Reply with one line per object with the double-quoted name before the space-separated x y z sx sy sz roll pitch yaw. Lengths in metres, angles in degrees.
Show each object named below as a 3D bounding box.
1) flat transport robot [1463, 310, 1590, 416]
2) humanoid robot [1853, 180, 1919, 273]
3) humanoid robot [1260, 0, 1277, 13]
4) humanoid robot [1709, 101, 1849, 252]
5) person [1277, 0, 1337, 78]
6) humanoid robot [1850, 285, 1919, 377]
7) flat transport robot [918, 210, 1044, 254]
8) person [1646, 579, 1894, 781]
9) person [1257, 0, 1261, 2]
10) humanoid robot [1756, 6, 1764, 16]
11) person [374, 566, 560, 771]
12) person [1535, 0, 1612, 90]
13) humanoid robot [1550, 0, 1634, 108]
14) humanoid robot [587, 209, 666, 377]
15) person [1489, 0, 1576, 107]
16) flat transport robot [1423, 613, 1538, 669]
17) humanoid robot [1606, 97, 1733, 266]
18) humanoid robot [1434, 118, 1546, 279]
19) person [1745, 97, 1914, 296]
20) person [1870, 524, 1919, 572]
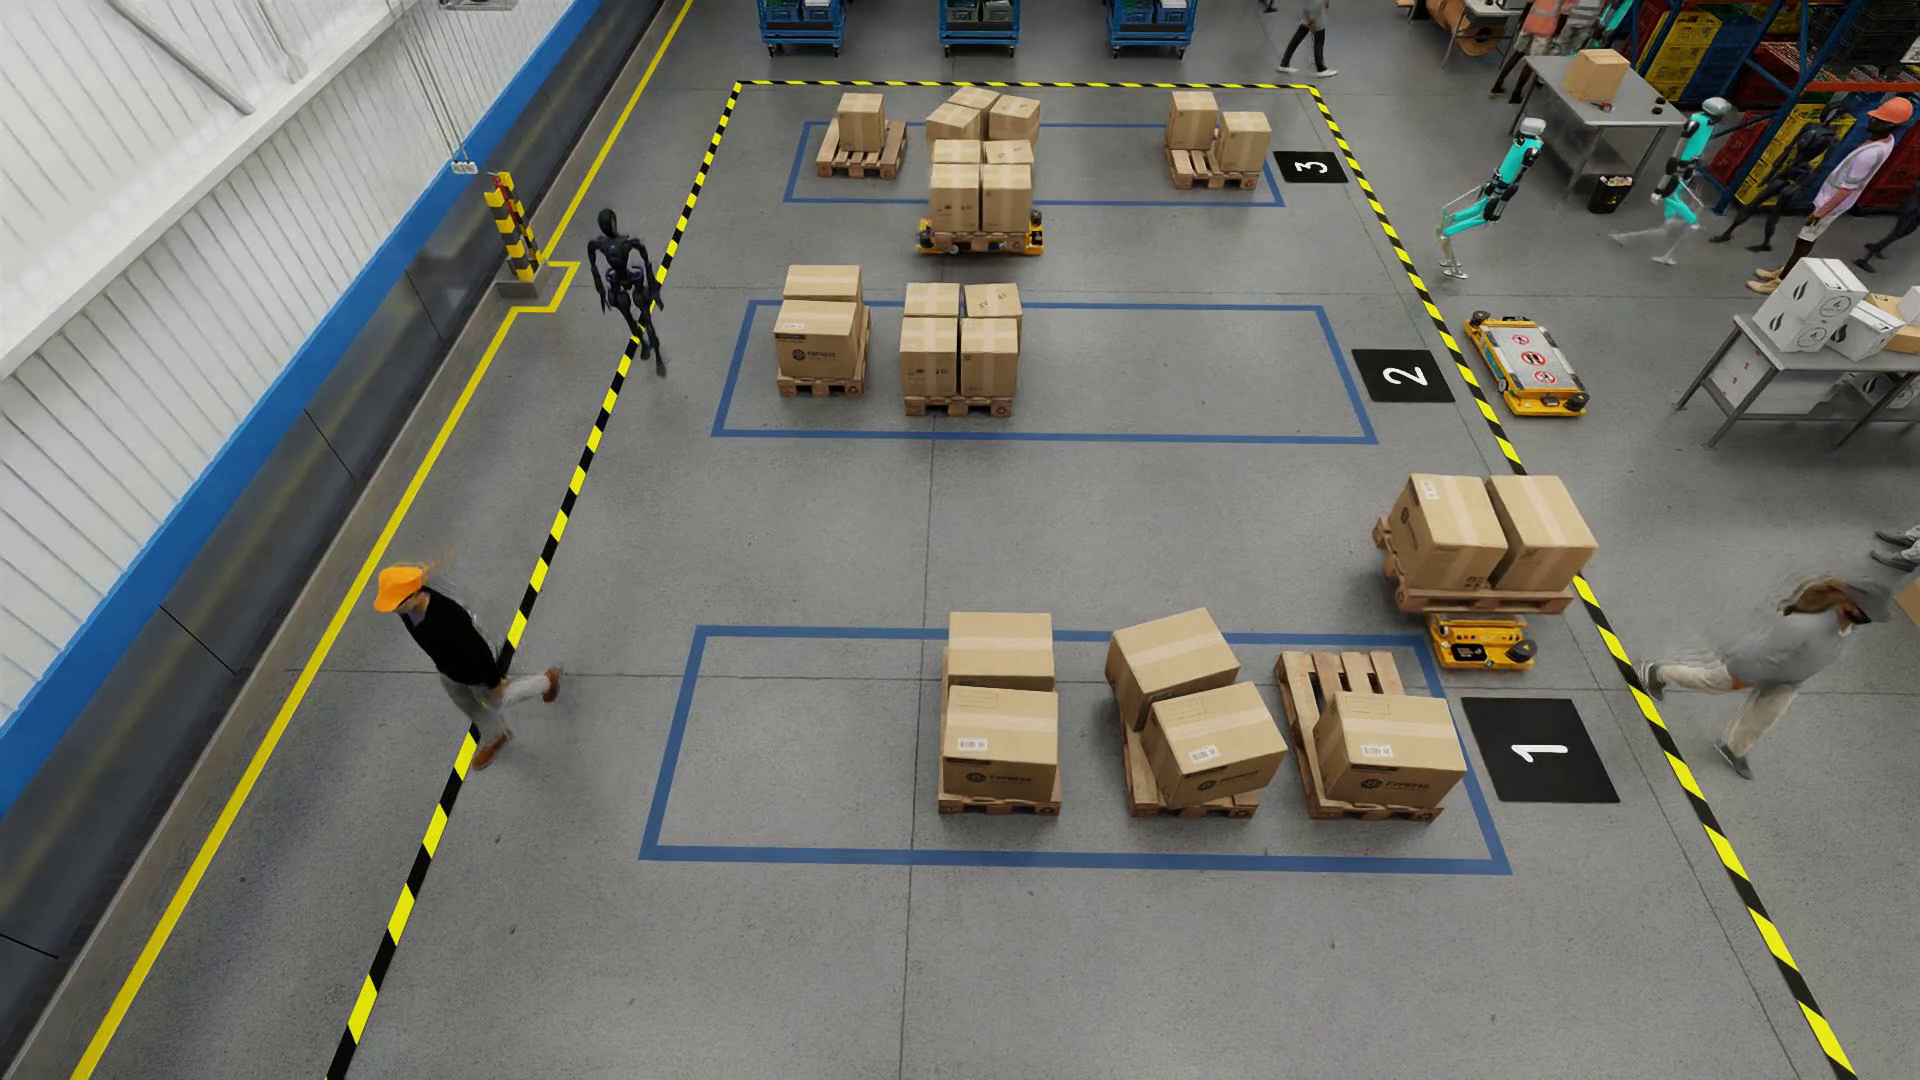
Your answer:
"flat transport robot" 5.573 -1.757 9.054 0.659 0.231 1.431 1 49 1
"humanoid robot" 10.369 -3.719 9.826 0.583 1.640 0.405 -18 51 -15
"humanoid robot" 5.207 -9.435 14.763 0.339 1.645 0.606 -23 53 -18
"humanoid robot" 9.050 -3.928 10.019 0.609 1.639 0.607 -1 49 -1
"person" 5.159 -7.576 13.073 0.835 1.811 0.595 3 49 2
"humanoid robot" 8.935 -2.054 8.250 0.735 1.677 0.533 -6 49 -5
"flat transport robot" 0.246 -3.579 10.613 1.431 0.197 0.652 1 49 1
"person" 5.210 0.758 5.905 0.578 1.733 0.870 -9 50 -8
"person" 5.059 -9.936 15.030 0.627 1.939 0.373 21 52 17
"humanoid robot" 13.178 -9.415 14.786 0.611 1.633 0.767 -16 51 -13
"person" -3.124 0.736 5.844 0.589 1.863 0.721 22 53 18
"person" 8.602 -7.239 12.763 0.588 1.834 0.403 12 50 10
"humanoid robot" 8.400 -6.667 12.337 0.544 1.793 0.648 -32 56 -25
"humanoid robot" -3.125 -2.312 8.613 0.583 1.633 0.646 -7 50 -6
"person" 7.873 -6.948 12.438 0.387 1.955 0.617 -25 54 -20
"flat transport robot" 3.924 0.355 7.207 0.652 0.197 1.431 1 49 1
"humanoid robot" 7.818 -3.735 9.819 0.545 1.757 1.034 -25 54 -20
"humanoid robot" 5.379 -3.560 9.554 0.735 1.677 0.533 8 50 7
"person" 8.857 -3.452 9.348 0.607 2.044 0.392 -35 58 -26
"person" 7.753 -0.505 6.870 0.405 1.939 0.603 32 56 25
